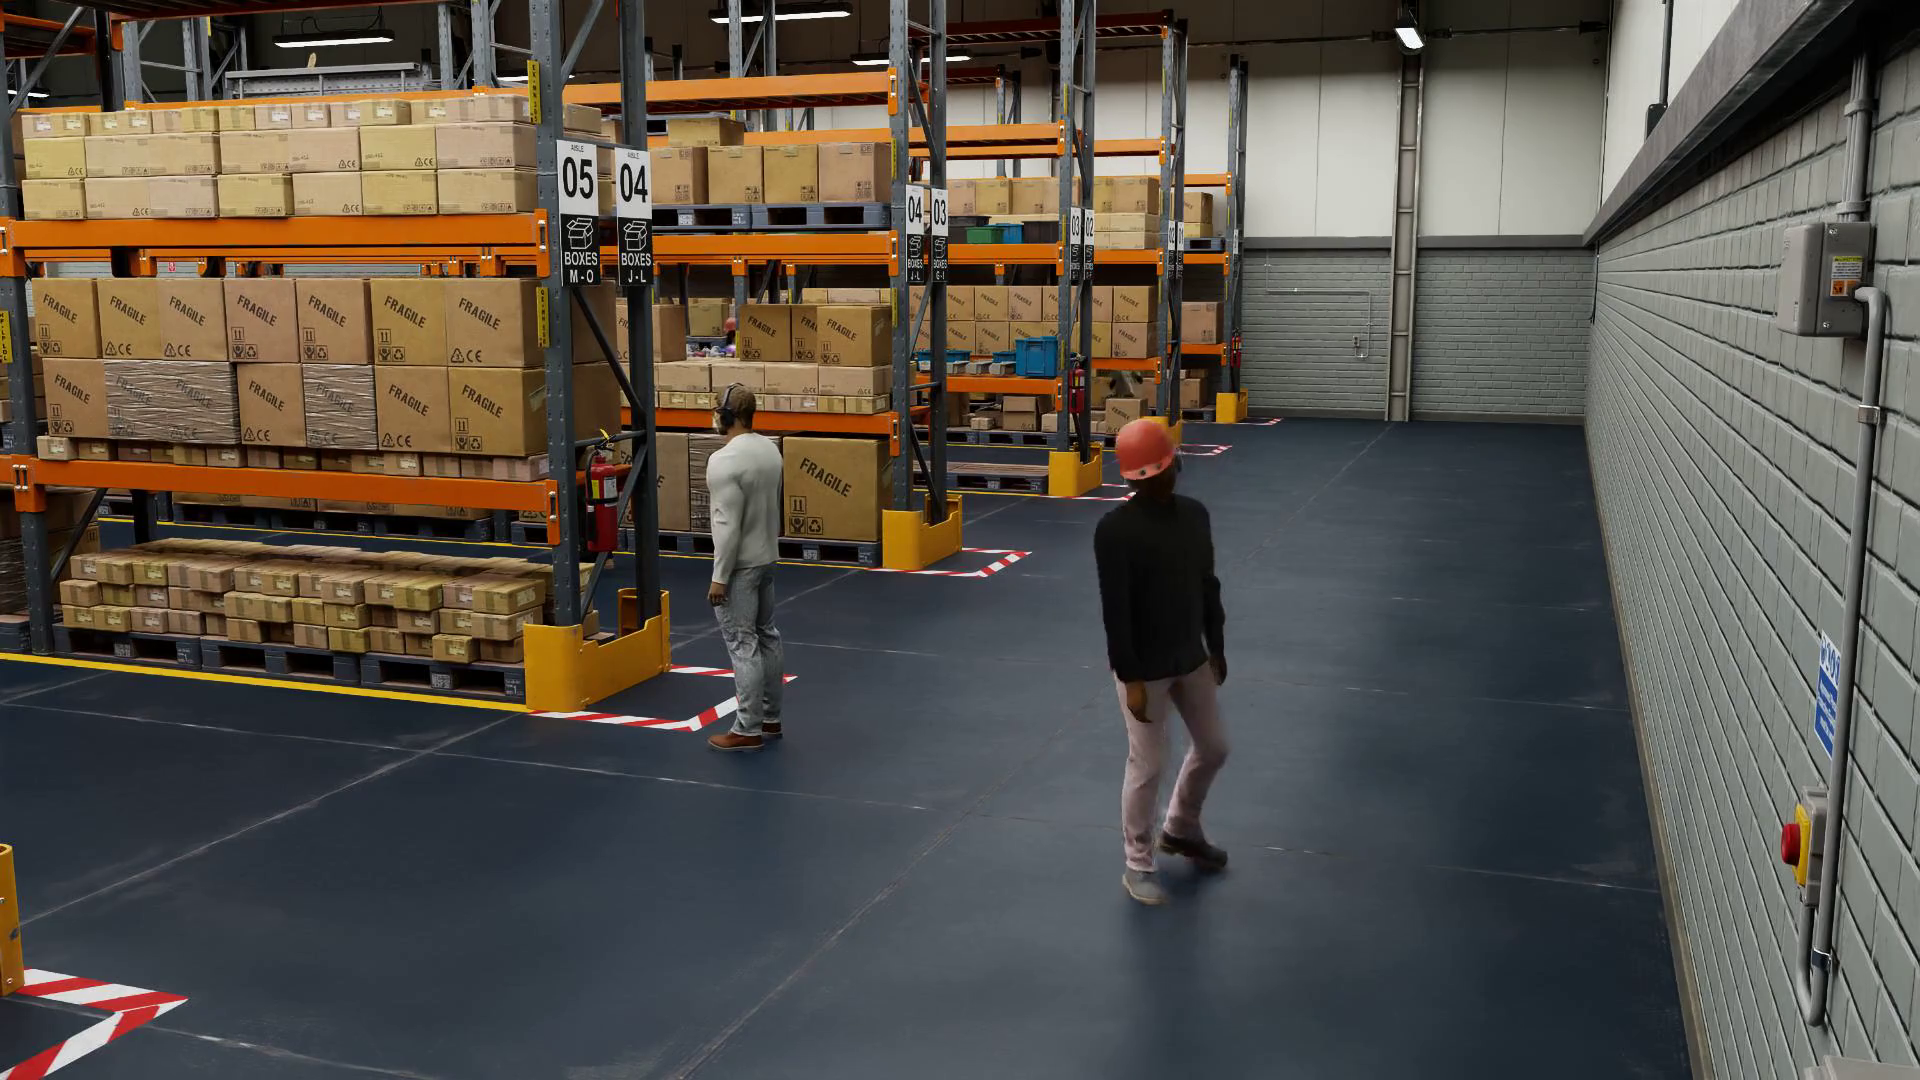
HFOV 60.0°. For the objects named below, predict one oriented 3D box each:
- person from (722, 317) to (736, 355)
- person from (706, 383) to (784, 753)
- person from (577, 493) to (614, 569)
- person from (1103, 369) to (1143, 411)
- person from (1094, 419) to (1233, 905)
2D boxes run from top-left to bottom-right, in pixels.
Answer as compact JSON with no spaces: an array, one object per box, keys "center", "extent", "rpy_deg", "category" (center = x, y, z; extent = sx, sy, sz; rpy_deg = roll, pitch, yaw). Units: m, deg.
[{"center":[-2.971,-1.994,22.124],"extent":[0.449,1.935,0.565],"rpy_deg":[5,10,28],"category":"person"},{"center":[-1.133,0.145,8.733],"extent":[0.352,1.937,0.635],"rpy_deg":[3,10,19],"category":"person"},{"center":[-3.150,-0.724,13.840],"extent":[0.536,2.000,0.672],"rpy_deg":[2,9,14],"category":"person"},{"center":[2.504,-2.507,25.139],"extent":[1.052,1.987,0.611],"rpy_deg":[3,10,17],"category":"person"},{"center":[0.804,0.482,6.670],"extent":[0.733,1.959,0.412],"rpy_deg":[-7,12,-38],"category":"person"}]
